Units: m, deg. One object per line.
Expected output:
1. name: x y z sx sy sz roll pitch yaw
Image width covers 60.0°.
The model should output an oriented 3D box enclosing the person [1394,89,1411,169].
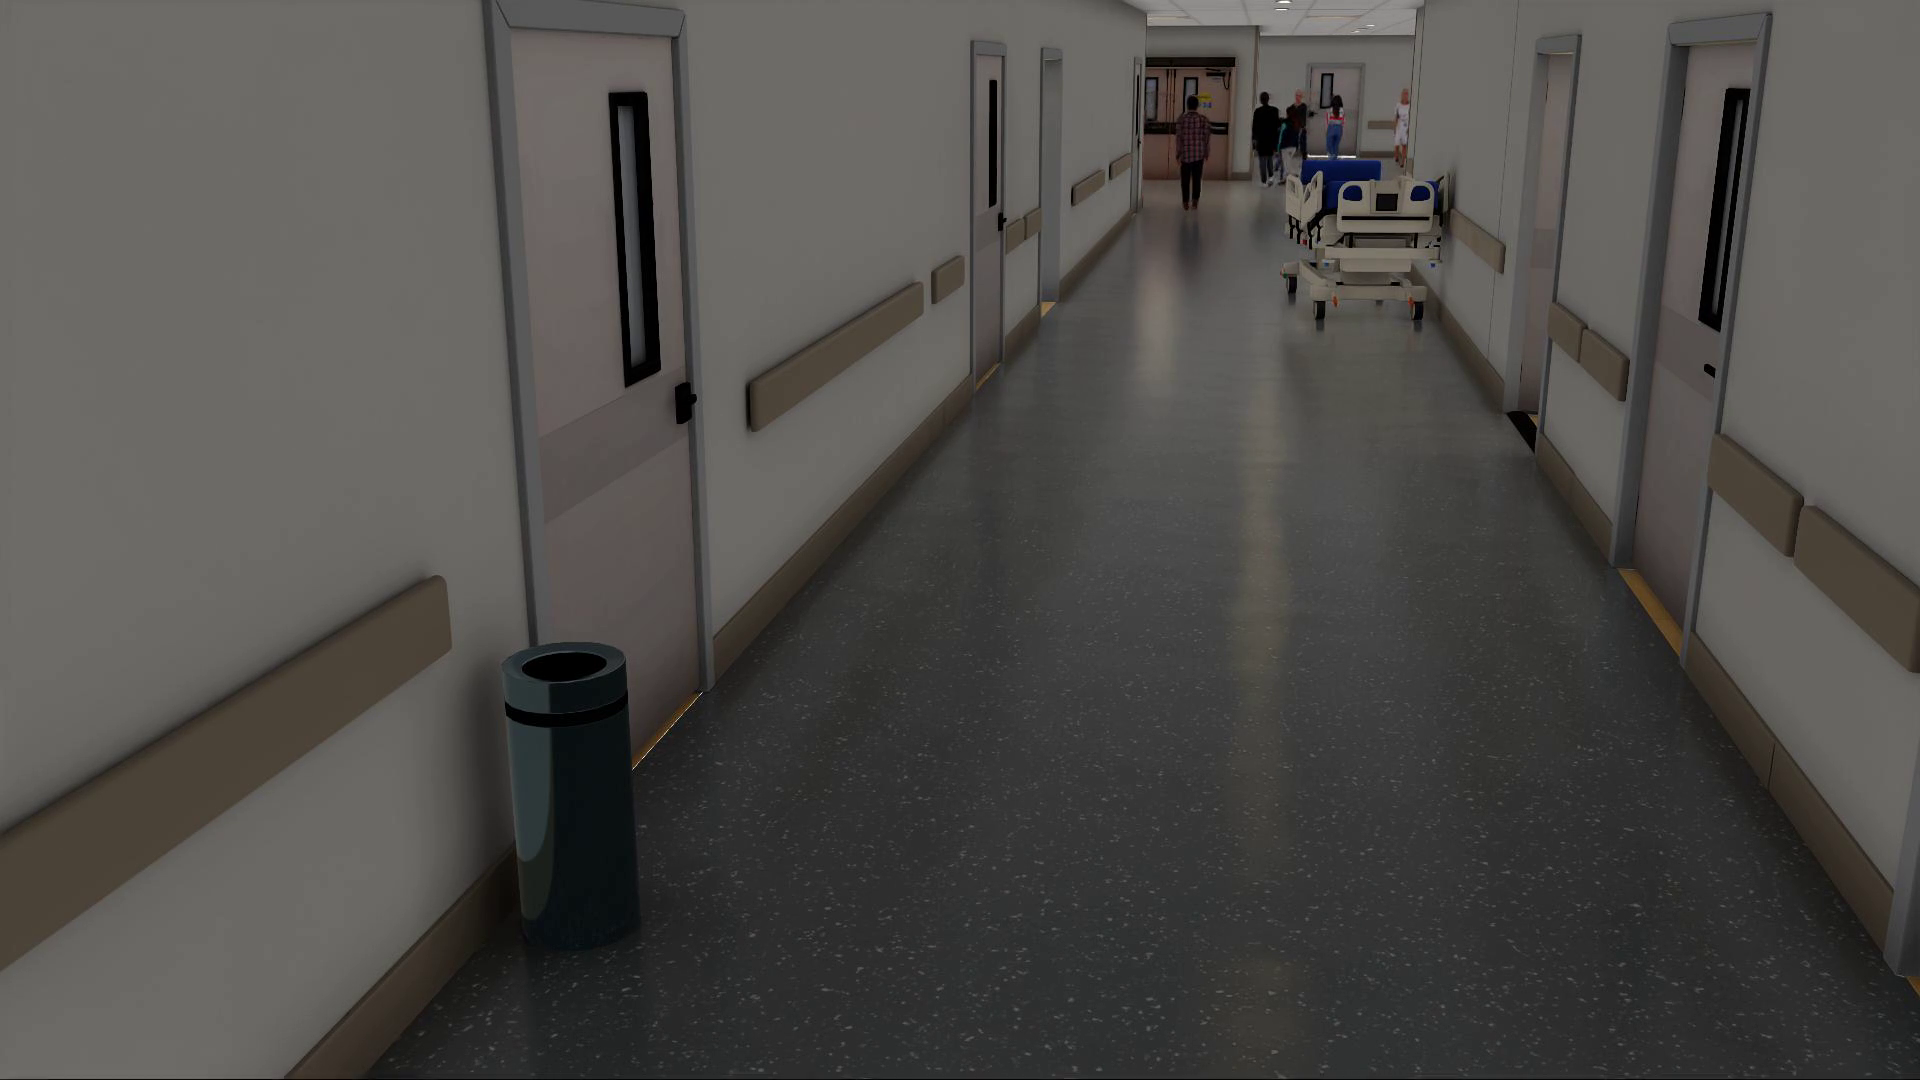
1. person: 10.013 -9.295 37.566 0.800 1.736 0.630 3 16 11

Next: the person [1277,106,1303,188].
1. person: 6.186 -7.332 31.078 0.947 1.478 0.969 -9 18 -29

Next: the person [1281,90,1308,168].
1. person: 7.626 -9.181 37.273 1.097 1.676 0.958 12 20 36

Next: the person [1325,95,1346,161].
1. person: 8.439 -9.187 37.434 0.800 1.601 0.733 0 16 1

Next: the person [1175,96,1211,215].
1. person: 3.545 -5.825 25.265 1.102 1.733 0.833 1 16 3

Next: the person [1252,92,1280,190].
1. person: 5.693 -7.375 30.750 0.719 1.741 0.825 -2 16 -8
